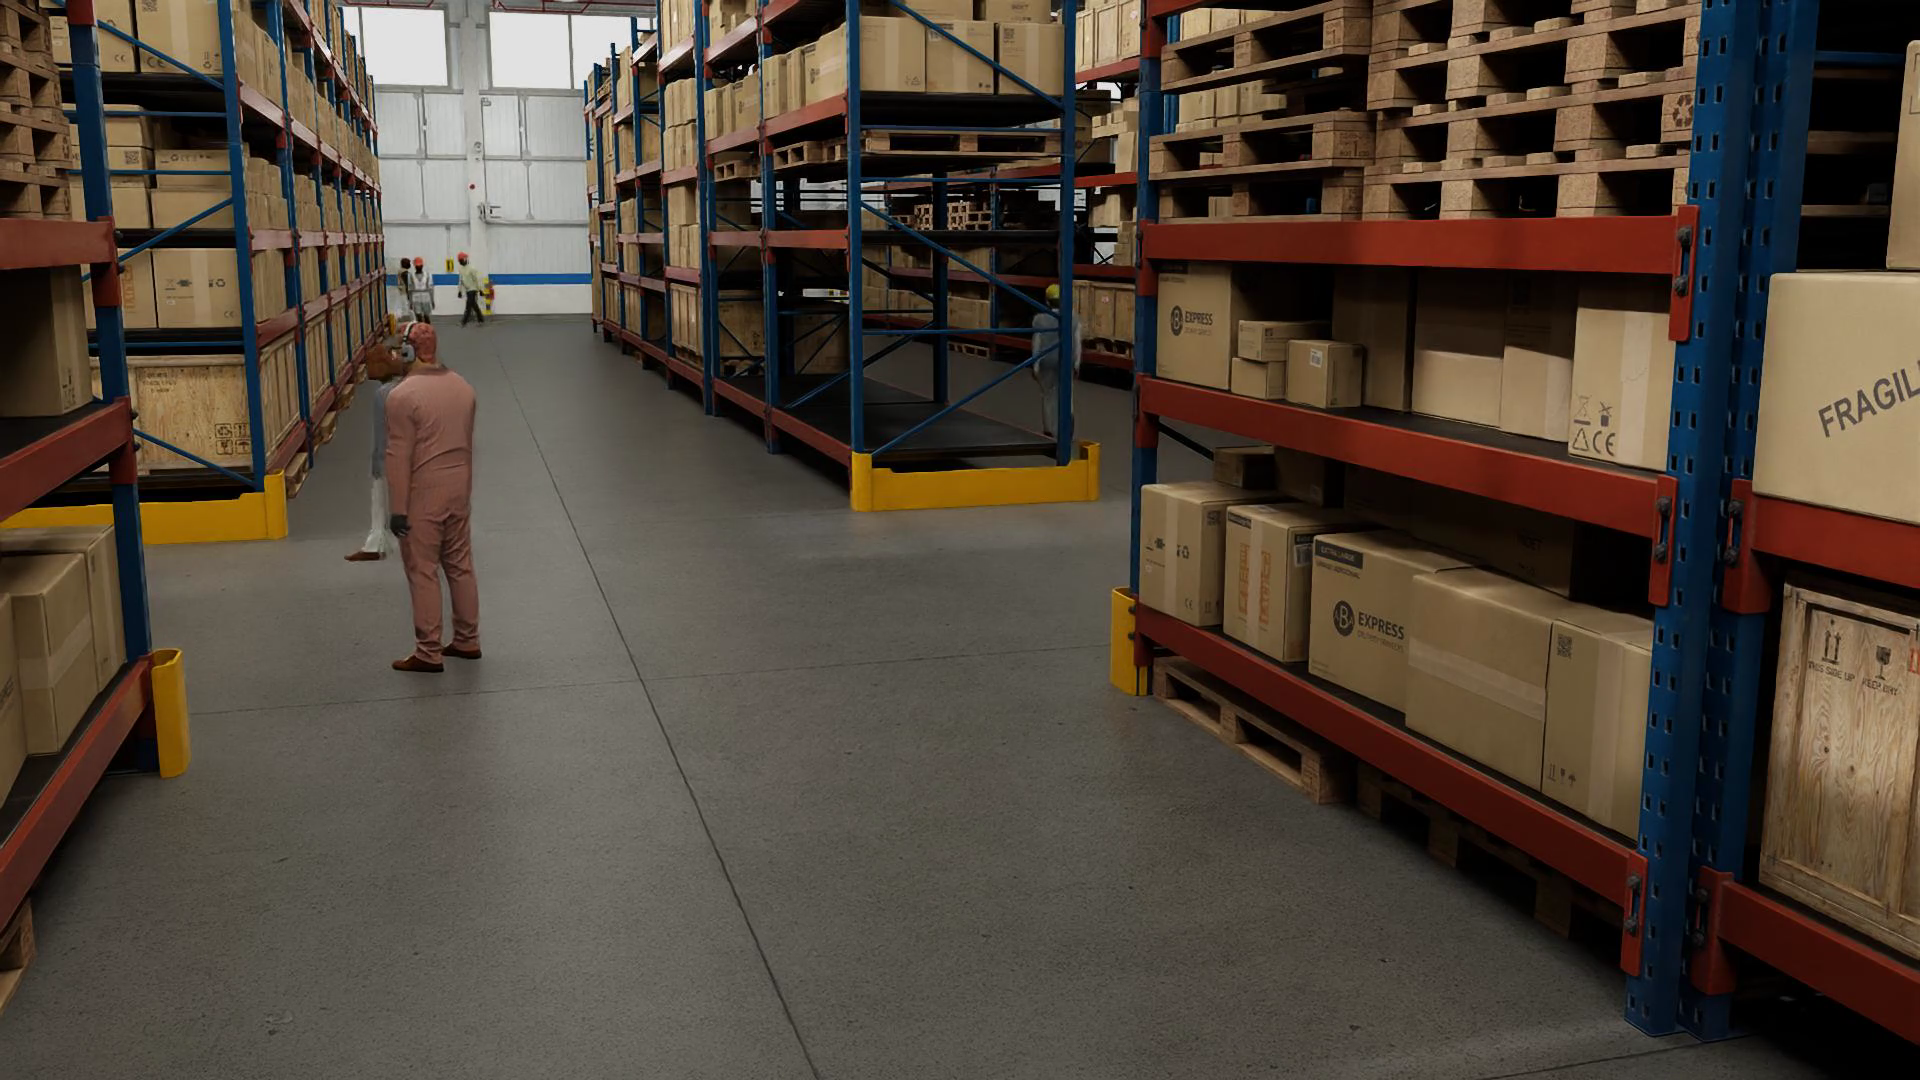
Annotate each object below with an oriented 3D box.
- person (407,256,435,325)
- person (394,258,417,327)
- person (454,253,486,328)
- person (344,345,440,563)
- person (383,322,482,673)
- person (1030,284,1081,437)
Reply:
[{"bbox_3d":[-11.976,-5.334,36.954,0.555,1.917,0.656,-3,11,-18],"label":"person"},{"bbox_3d":[-14.366,-6.387,43.029,0.876,1.810,0.642,-5,12,-26],"label":"person"},{"bbox_3d":[-12.740,-6.469,43.120,0.641,1.927,1.067,9,13,39],"label":"person"},{"bbox_3d":[-4.017,-0.610,11.966,0.856,1.591,0.506,-1,10,-6],"label":"person"},{"bbox_3d":[-2.900,-0.234,9.058,0.399,1.899,0.649,4,11,22],"label":"person"},{"bbox_3d":[1.109,-2.044,19.198,0.598,1.814,0.628,-2,11,-12],"label":"person"}]
